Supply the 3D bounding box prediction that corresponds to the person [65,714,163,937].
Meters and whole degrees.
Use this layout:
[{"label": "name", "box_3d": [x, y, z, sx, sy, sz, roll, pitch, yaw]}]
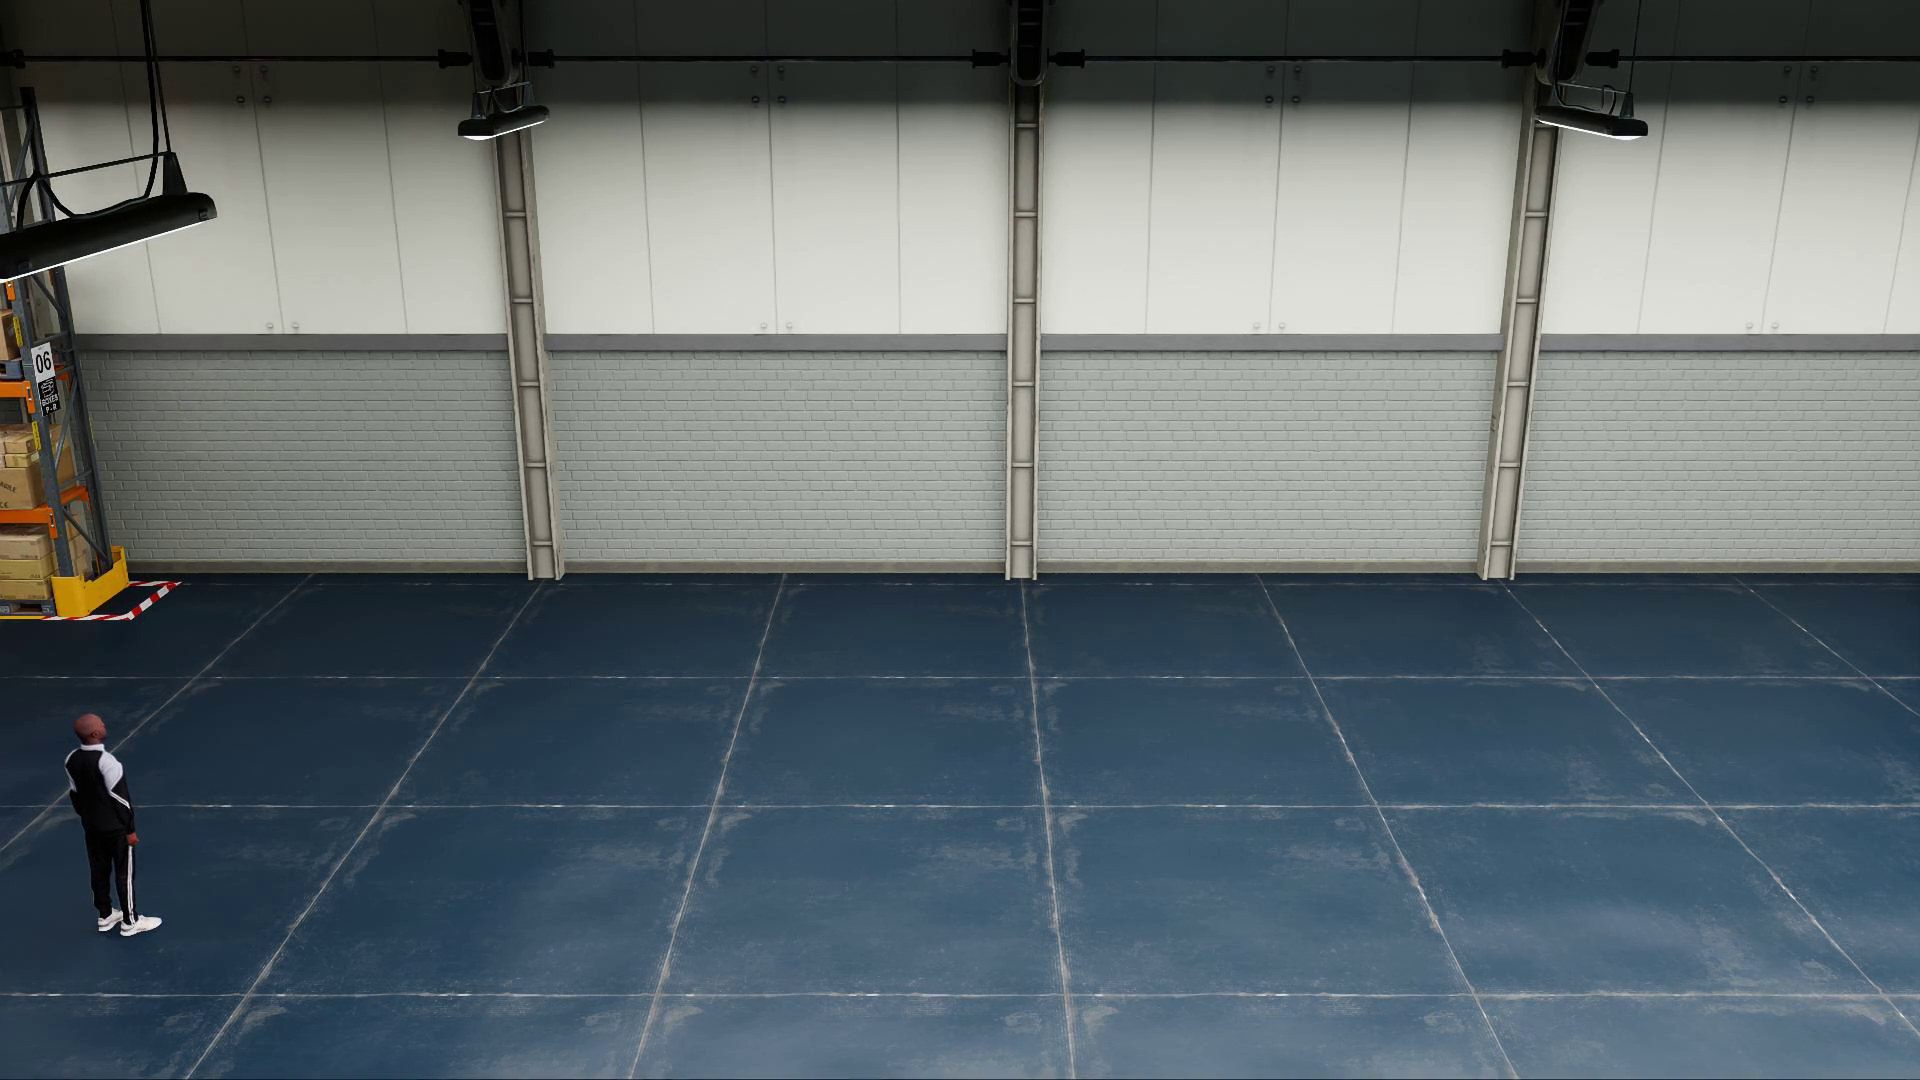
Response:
[{"label": "person", "box_3d": [-6.576, 2.174, 12.791, 0.622, 1.828, 0.795, 7, 19, 21]}]
